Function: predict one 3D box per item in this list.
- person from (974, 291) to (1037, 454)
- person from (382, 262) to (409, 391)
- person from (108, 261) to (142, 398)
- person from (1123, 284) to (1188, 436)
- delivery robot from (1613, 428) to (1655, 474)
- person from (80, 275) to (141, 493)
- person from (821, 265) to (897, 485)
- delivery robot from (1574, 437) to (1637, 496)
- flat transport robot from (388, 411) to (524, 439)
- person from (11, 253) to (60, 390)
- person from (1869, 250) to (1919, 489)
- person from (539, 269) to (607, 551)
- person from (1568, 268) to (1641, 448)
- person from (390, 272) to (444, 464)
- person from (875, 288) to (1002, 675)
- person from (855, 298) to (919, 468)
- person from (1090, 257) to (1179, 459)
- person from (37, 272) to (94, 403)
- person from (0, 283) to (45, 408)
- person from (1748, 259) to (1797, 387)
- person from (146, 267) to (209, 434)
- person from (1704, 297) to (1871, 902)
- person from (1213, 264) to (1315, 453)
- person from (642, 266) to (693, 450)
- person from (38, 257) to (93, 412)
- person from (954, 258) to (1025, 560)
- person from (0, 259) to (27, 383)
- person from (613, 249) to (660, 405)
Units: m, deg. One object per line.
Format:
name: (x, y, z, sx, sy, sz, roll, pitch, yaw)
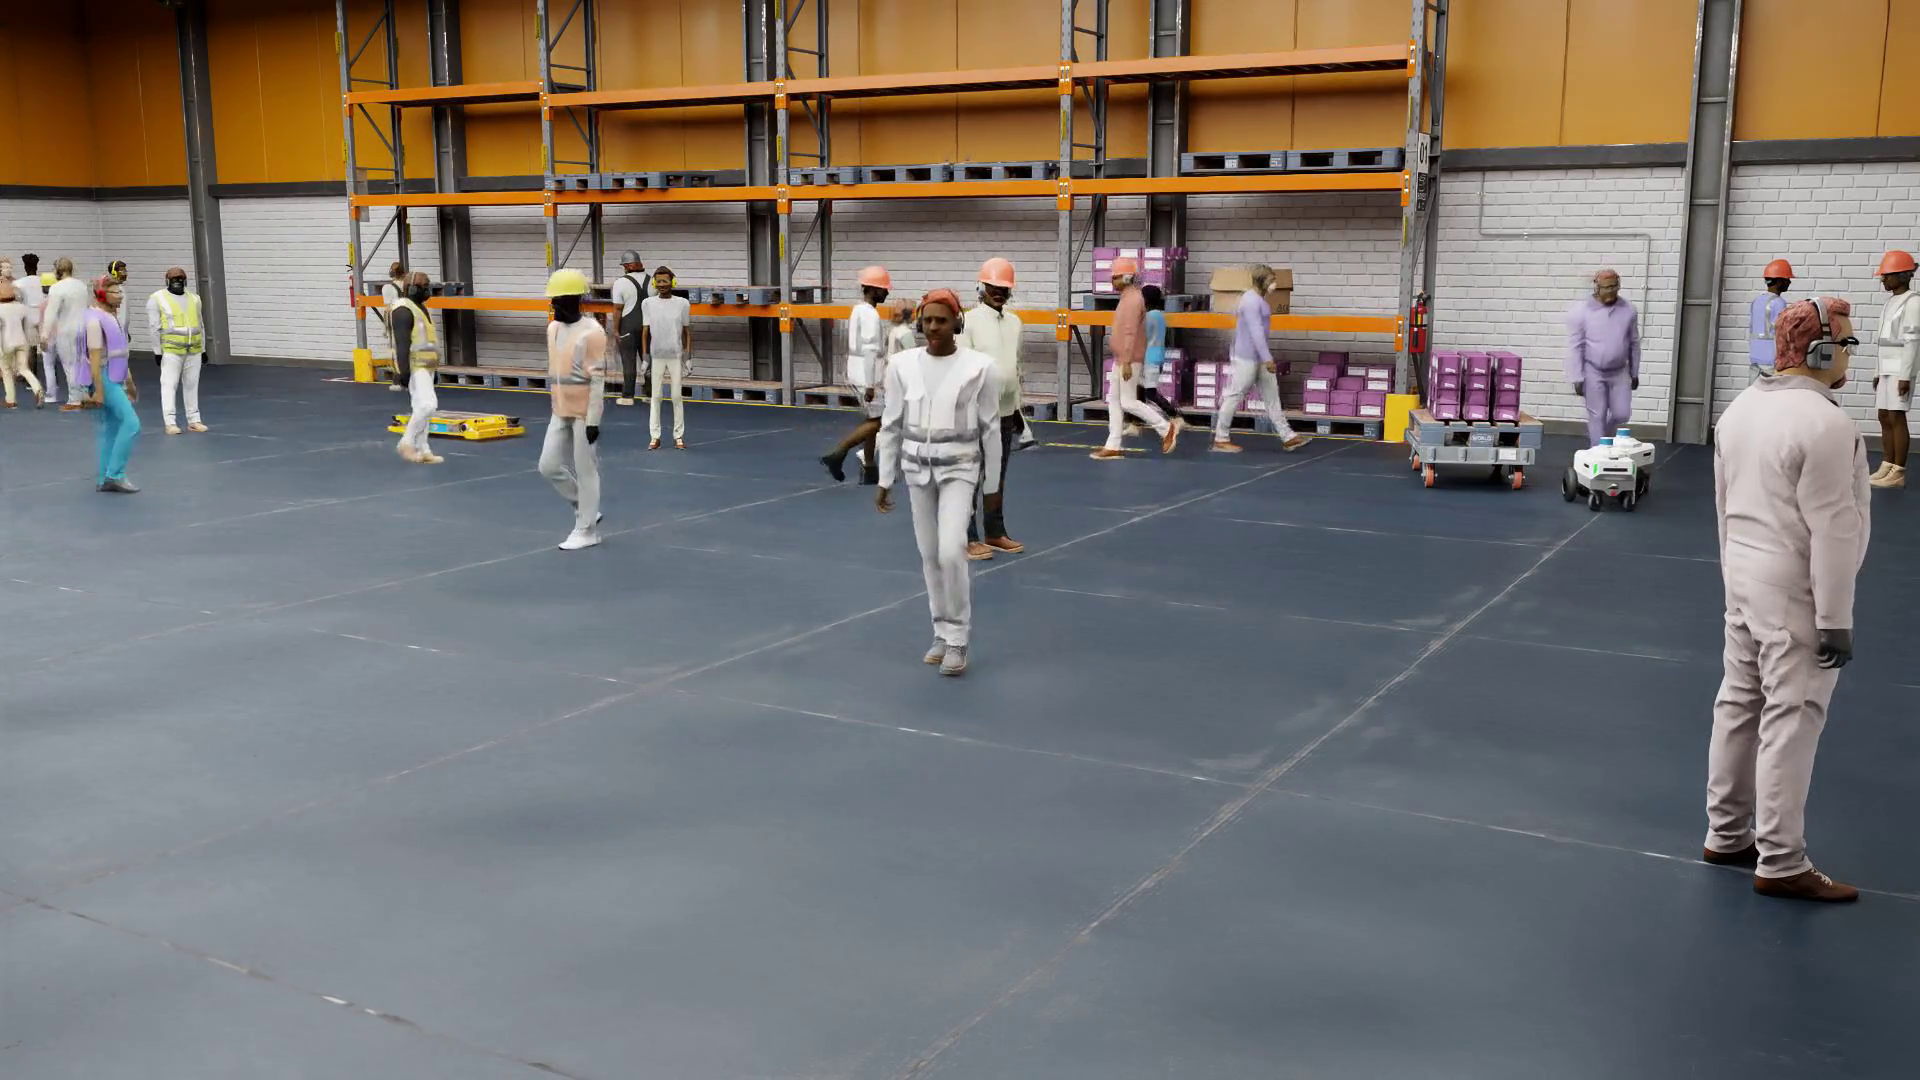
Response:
person: (0.352, -1.716, 16.452, 0.940, 1.786, 0.616, -2, 10, -9)
person: (-8.037, -3.065, 23.903, 0.514, 1.845, 0.338, -9, 13, -41)
person: (-11.460, -2.874, 22.752, 0.314, 1.869, 0.536, -3, 10, -14)
person: (2.108, -1.921, 17.922, 0.793, 1.665, 0.532, 5, 11, 25)
delivery robot: (5.491, -0.683, 13.801, 0.477, 0.478, 0.707, 9, 13, 40)
person: (-7.077, -1.294, 13.941, 0.519, 1.828, 0.564, -3, 10, -16)
person: (-0.859, -1.393, 14.263, 0.605, 1.915, 0.564, -3, 10, -16)
delivery robot: (5.106, -0.571, 13.170, 0.477, 0.478, 0.707, 2, 10, 8)
flat transport robot: (-5.520, -1.270, 18.195, 1.431, 0.197, 0.652, 6, 12, 31)
person: (-13.378, -3.159, 24.094, 0.603, 1.966, 0.368, -9, 13, -40)
person: (7.984, -1.452, 14.256, 0.411, 2.032, 0.611, 1, 10, 8)
person: (-2.634, -0.876, 11.305, 0.615, 1.911, 0.418, 8, 13, 39)
person: (5.786, -1.503, 14.985, 0.669, 1.882, 0.471, 0, 10, -1)
person: (-5.117, -1.615, 15.737, 0.445, 1.829, 0.655, 0, 10, 1)
person: (-0.129, -0.278, 8.084, 0.580, 1.862, 0.668, 4, 11, 23)
person: (-0.576, -1.391, 15.093, 0.753, 1.607, 0.511, -2, 10, -12)
person: (1.702, -1.740, 16.077, 0.784, 1.966, 0.639, -1, 10, -8)
person: (-11.853, -2.654, 21.894, 0.718, 1.735, 0.539, 4, 11, 20)
person: (-12.003, -2.461, 21.142, 0.697, 1.606, 0.518, 6, 12, 31)
person: (7.914, -1.760, 16.249, 0.362, 1.939, 0.542, 0, 10, -2)
person: (-8.640, -2.098, 18.444, 0.429, 1.840, 0.629, 7, 12, 35)
person: (2.671, 0.184, 5.332, 0.409, 1.909, 0.641, -1, 10, -5)
person: (3.008, -1.785, 16.548, 1.032, 1.875, 0.649, 5, 11, 25)
person: (-2.978, -1.844, 16.919, 0.514, 1.871, 0.327, -1, 10, -6)
person: (-11.147, -2.558, 20.789, 0.454, 1.930, 0.651, 1, 10, 4)
person: (0.214, -0.876, 11.096, 0.392, 1.990, 0.612, 9, 14, 43)
person: (-14.327, -3.307, 25.190, 0.933, 1.864, 0.678, 5, 11, 24)
person: (-4.280, -2.796, 21.828, 0.682, 2.000, 0.535, -8, 13, -39)
